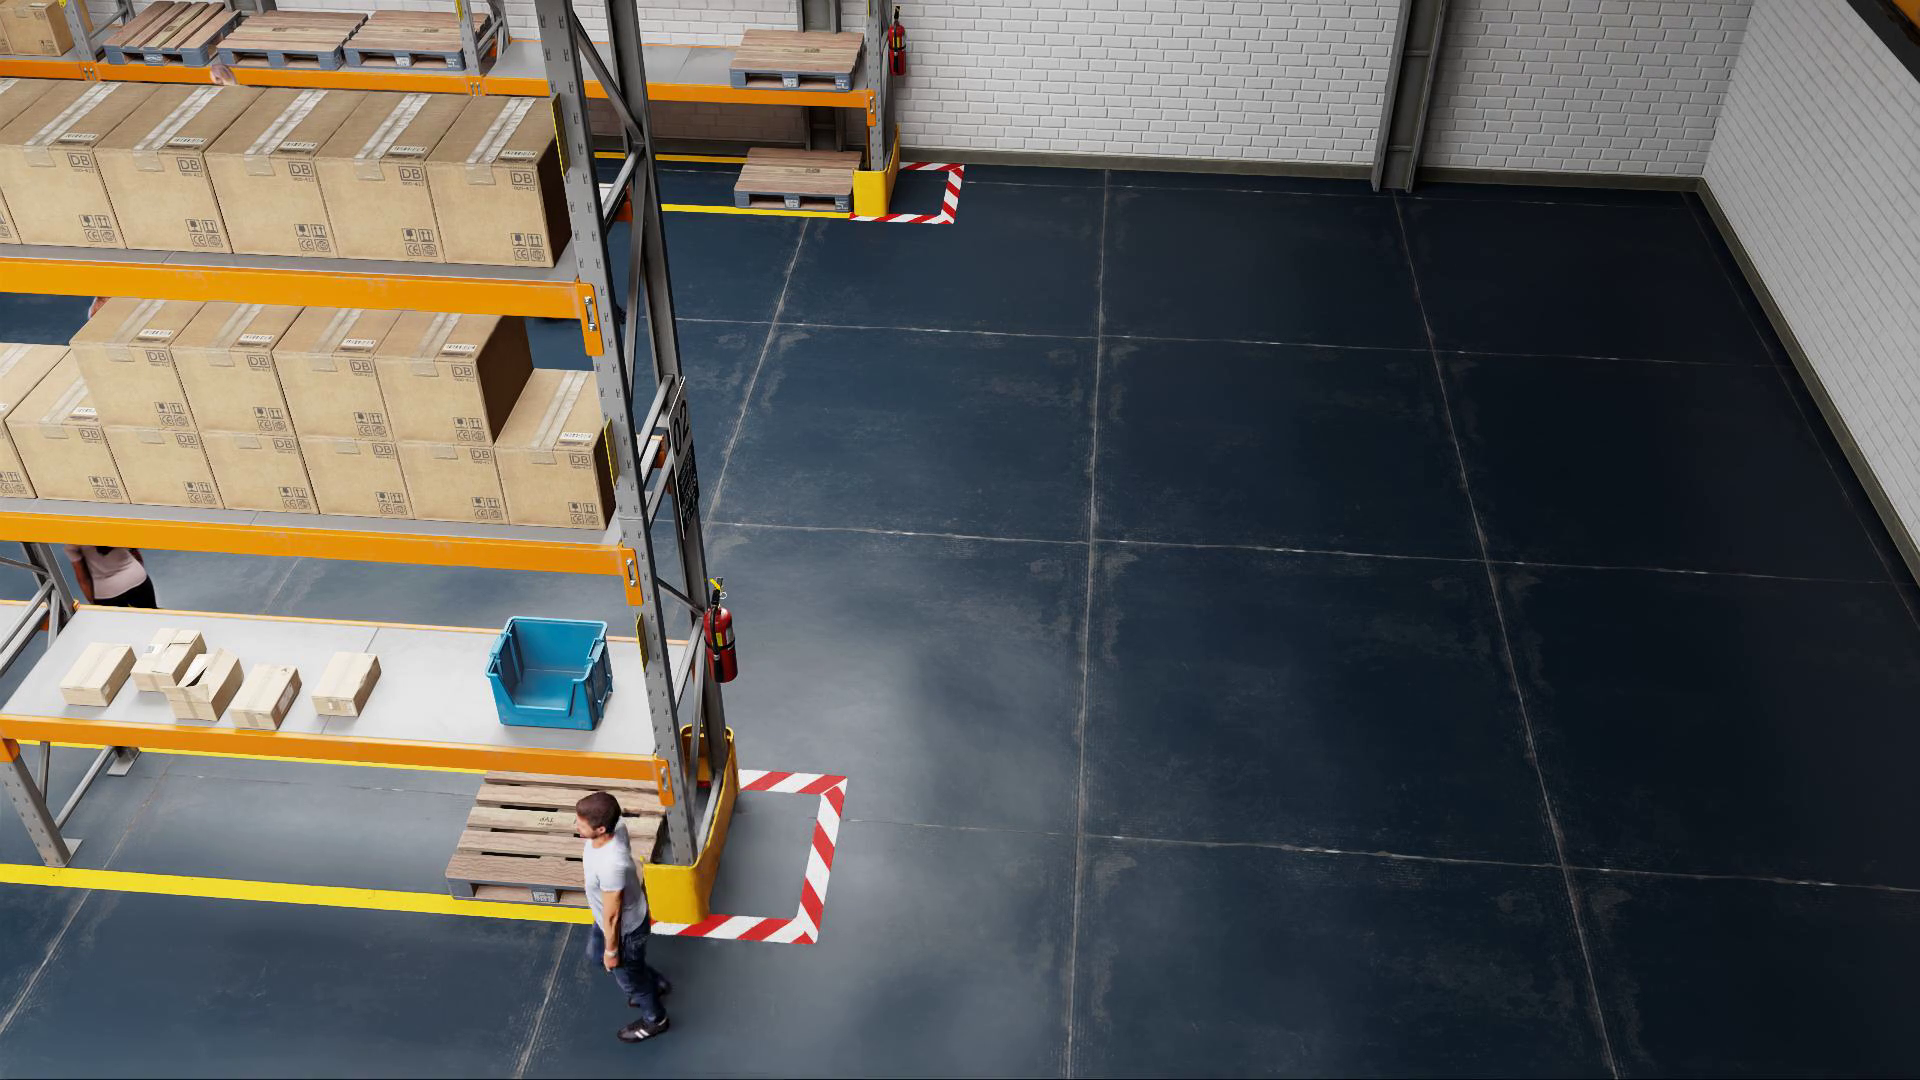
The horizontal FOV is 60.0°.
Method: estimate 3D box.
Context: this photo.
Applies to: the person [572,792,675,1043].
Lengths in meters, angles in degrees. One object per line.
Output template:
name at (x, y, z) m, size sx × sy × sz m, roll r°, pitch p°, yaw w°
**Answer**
person at (-1.710, 1.997, 8.843) m, size 0.792 × 1.852 × 0.759 m, roll -14°, pitch 41°, yaw -16°
